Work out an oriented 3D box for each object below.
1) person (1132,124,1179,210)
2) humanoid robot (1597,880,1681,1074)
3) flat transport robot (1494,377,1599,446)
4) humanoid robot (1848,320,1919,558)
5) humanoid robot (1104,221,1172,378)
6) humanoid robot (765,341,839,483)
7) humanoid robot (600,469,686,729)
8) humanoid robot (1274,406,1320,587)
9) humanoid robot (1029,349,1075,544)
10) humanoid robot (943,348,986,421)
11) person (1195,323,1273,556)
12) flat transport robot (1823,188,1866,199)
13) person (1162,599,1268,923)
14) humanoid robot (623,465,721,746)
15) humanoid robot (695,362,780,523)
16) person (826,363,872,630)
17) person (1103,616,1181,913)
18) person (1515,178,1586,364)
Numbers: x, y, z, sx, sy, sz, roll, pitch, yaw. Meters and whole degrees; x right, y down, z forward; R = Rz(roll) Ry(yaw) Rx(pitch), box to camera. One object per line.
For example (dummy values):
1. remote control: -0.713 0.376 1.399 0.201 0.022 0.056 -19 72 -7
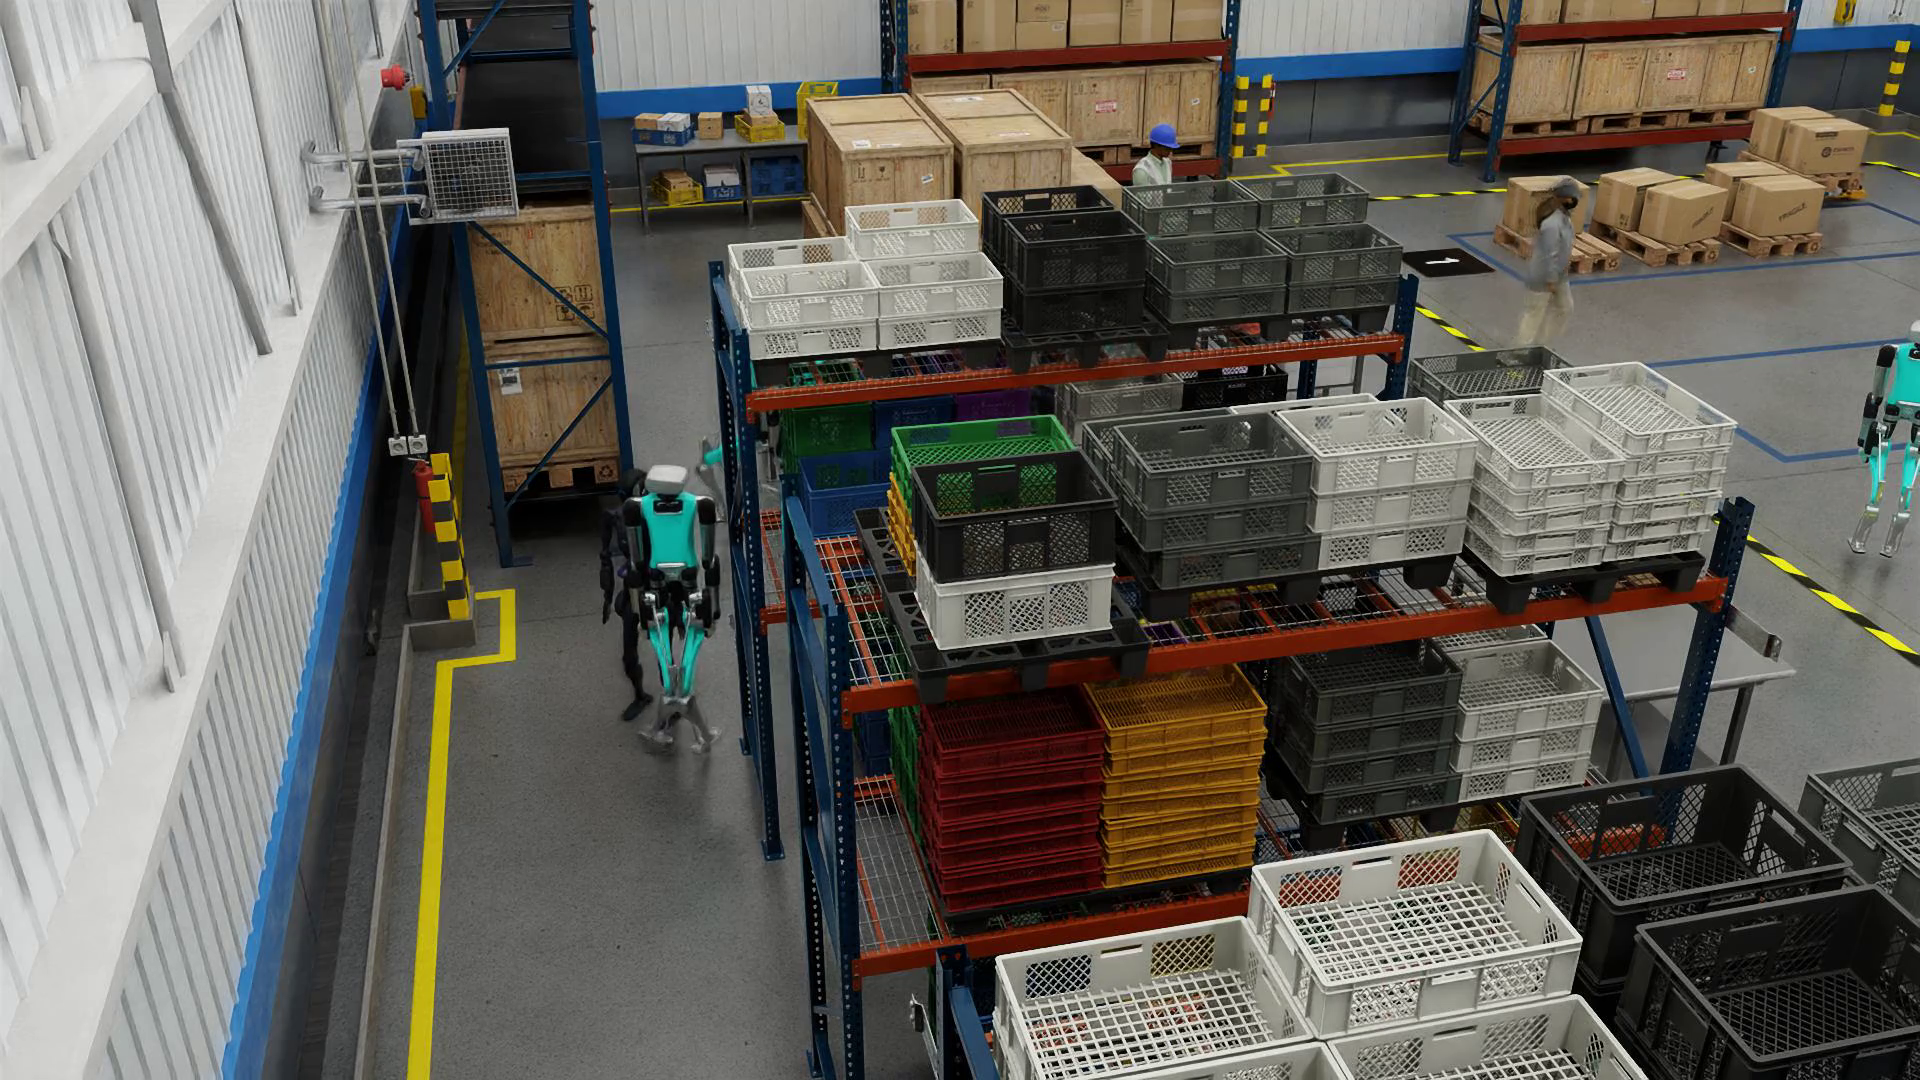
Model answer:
1. person: 1.863 -3.051 16.060 0.416 1.931 0.613 19 33 31
2. humanoid robot: 2.307 2.067 6.570 0.989 1.757 0.546 -8 29 -15
3. flat transport robot: 4.780 -1.036 14.013 0.659 0.231 1.431 -6 28 -12
4. humanoid robot: 6.515 -0.636 11.533 0.533 1.677 0.735 13 31 24
5. humanoid robot: 1.424 -1.947 14.217 0.553 1.839 0.873 -4 28 -7
6. humanoid robot: -1.067 -0.684 11.834 0.540 1.859 0.662 2 28 5
7. humanoid robot: -1.861 0.351 9.865 0.599 1.653 0.334 10 29 18
8. humanoid robot: 2.119 -0.158 10.826 0.402 1.647 0.609 -6 28 -11
9. humanoid robot: 0.638 -0.615 11.687 0.315 1.657 0.599 19 33 32
10. humanoid robot: 0.044 -1.025 12.510 0.753 1.620 0.586 14 31 24
11. person: 1.872 -0.658 11.407 0.609 2.035 0.407 21 34 34
12. flat transport robot: 10.145 -4.282 20.141 1.431 0.197 0.652 -6 28 -12
13. person: 1.267 1.120 8.234 0.632 1.841 0.429 -13 30 -23
14. humanoid robot: -1.646 0.499 9.516 0.557 1.781 0.728 -2 28 -3
15. humanoid robot: -1.621 -0.866 12.113 1.002 1.729 0.539 -10 29 -18
16. person: -0.711 -0.277 10.842 0.350 1.881 0.582 3 28 5
17. person: 0.901 1.152 8.195 0.404 1.824 0.591 6 28 12
18. person: 5.362 -2.386 14.977 0.541 1.757 0.574 19 33 31
